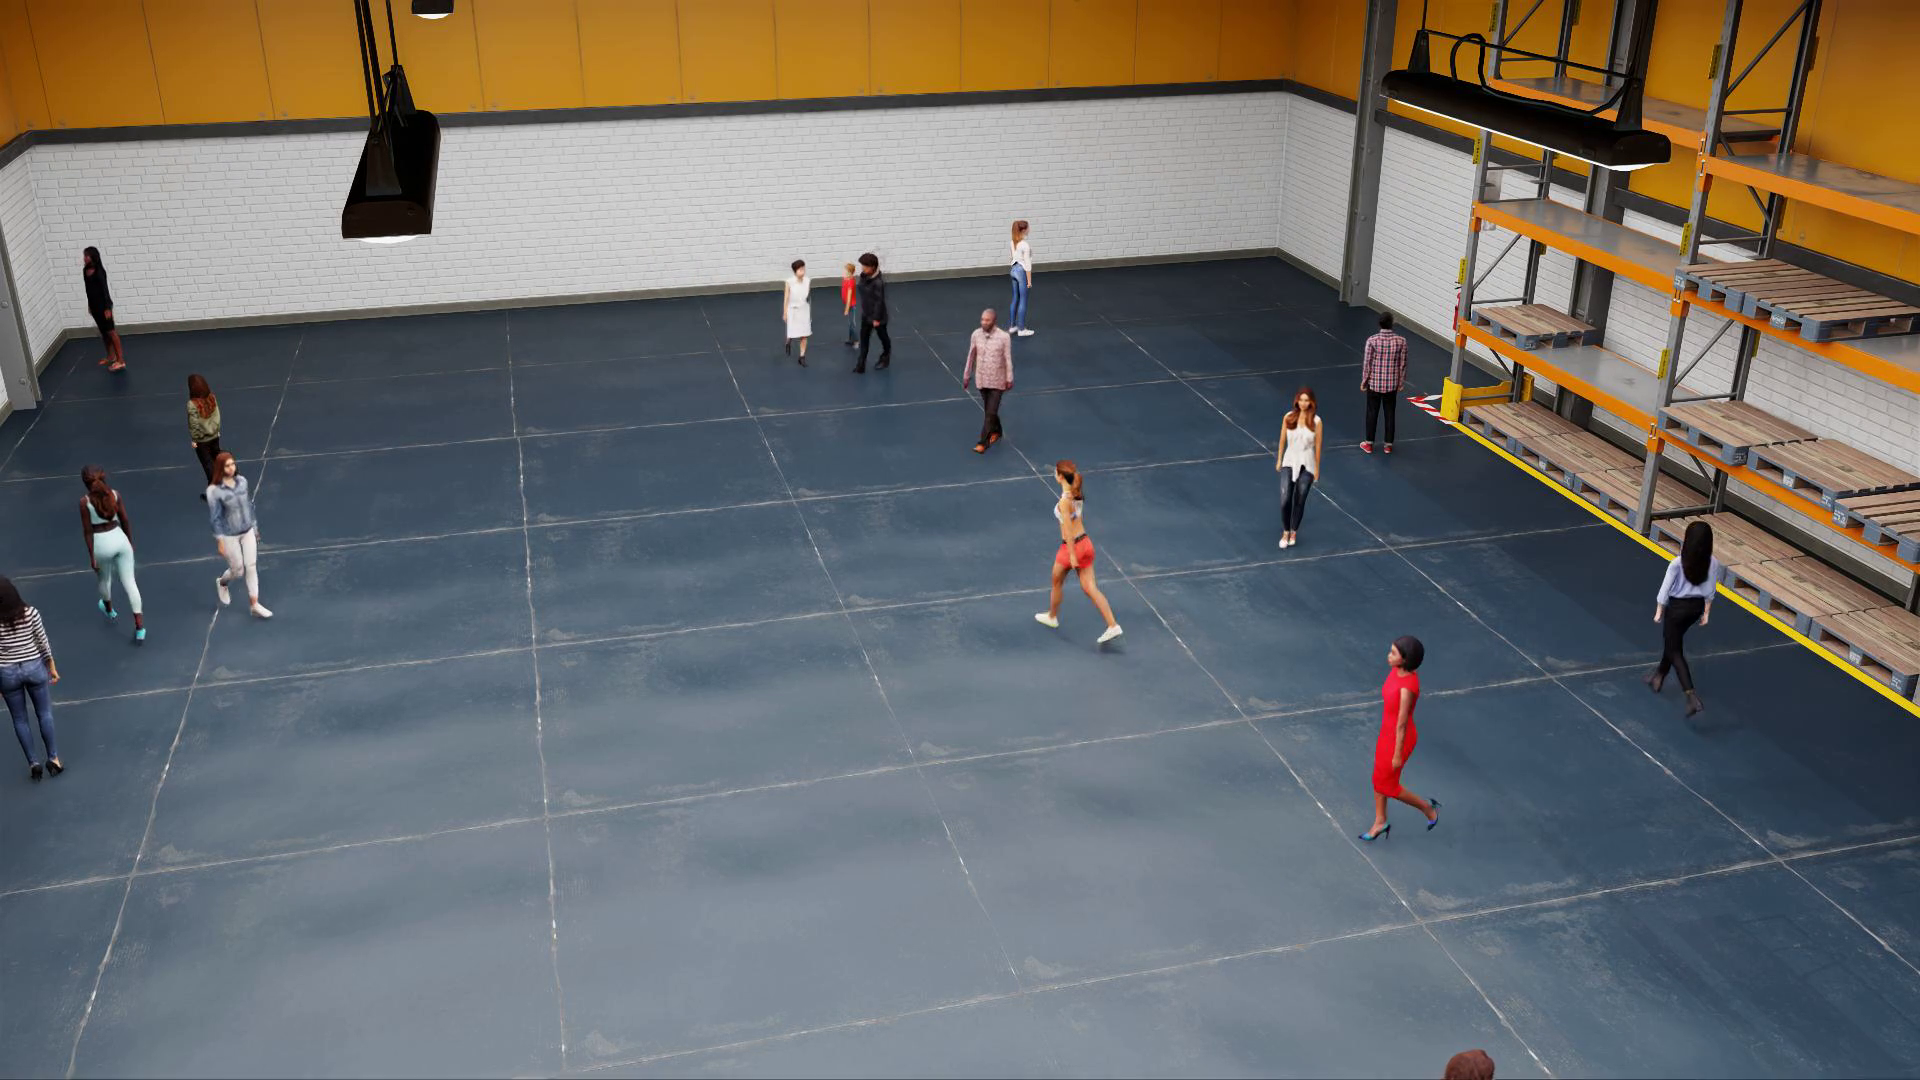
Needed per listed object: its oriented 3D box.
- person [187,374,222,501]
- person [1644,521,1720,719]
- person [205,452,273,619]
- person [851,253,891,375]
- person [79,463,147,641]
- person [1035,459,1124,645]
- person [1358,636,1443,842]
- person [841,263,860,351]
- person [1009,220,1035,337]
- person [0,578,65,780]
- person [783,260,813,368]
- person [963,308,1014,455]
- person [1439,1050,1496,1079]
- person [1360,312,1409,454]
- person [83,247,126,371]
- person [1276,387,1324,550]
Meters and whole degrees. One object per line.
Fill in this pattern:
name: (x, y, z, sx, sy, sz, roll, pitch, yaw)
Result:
person: (-8.562, -1.182, 18.896, 0.716, 1.476, 0.615, 7, 25, 16)
person: (6.253, 0.704, 14.290, 0.692, 1.709, 1.137, -5, 24, -11)
person: (-7.033, -0.054, 16.047, 1.007, 1.690, 0.940, 14, 27, 28)
person: (-1.161, -3.162, 23.135, 1.071, 1.709, 1.072, 22, 32, 40)
person: (-7.937, 0.142, 15.618, 0.943, 1.675, 1.222, -20, 30, -37)
person: (1.159, 0.165, 15.508, 1.233, 1.721, 1.088, 15, 28, 31)
person: (3.325, 1.524, 12.392, 0.771, 1.727, 0.838, 0, 24, 0)
person: (-1.612, -3.455, 24.334, 0.684, 1.284, 0.384, 0, 24, 1)
person: (0.903, -3.930, 24.879, 0.729, 1.719, 0.557, -14, 27, -29)
person: (-7.481, 1.109, 13.272, 0.672, 1.783, 0.602, -12, 26, -26)
person: (-2.318, -3.204, 23.441, 0.682, 1.540, 0.825, -14, 27, -29)
person: (0.410, -1.959, 20.321, 1.194, 1.759, 1.251, 13, 27, 28)
person: (2.388, 3.286, 8.277, 0.671, 1.794, 0.494, -7, 25, -16)
person: (5.144, -1.915, 20.217, 0.758, 1.761, 0.708, 1, 24, 3)
person: (-12.060, -3.266, 23.359, 0.668, 1.721, 0.750, 16, 28, 32)
person: (3.606, -0.796, 17.643, 0.758, 1.772, 0.800, 8, 25, 17)
